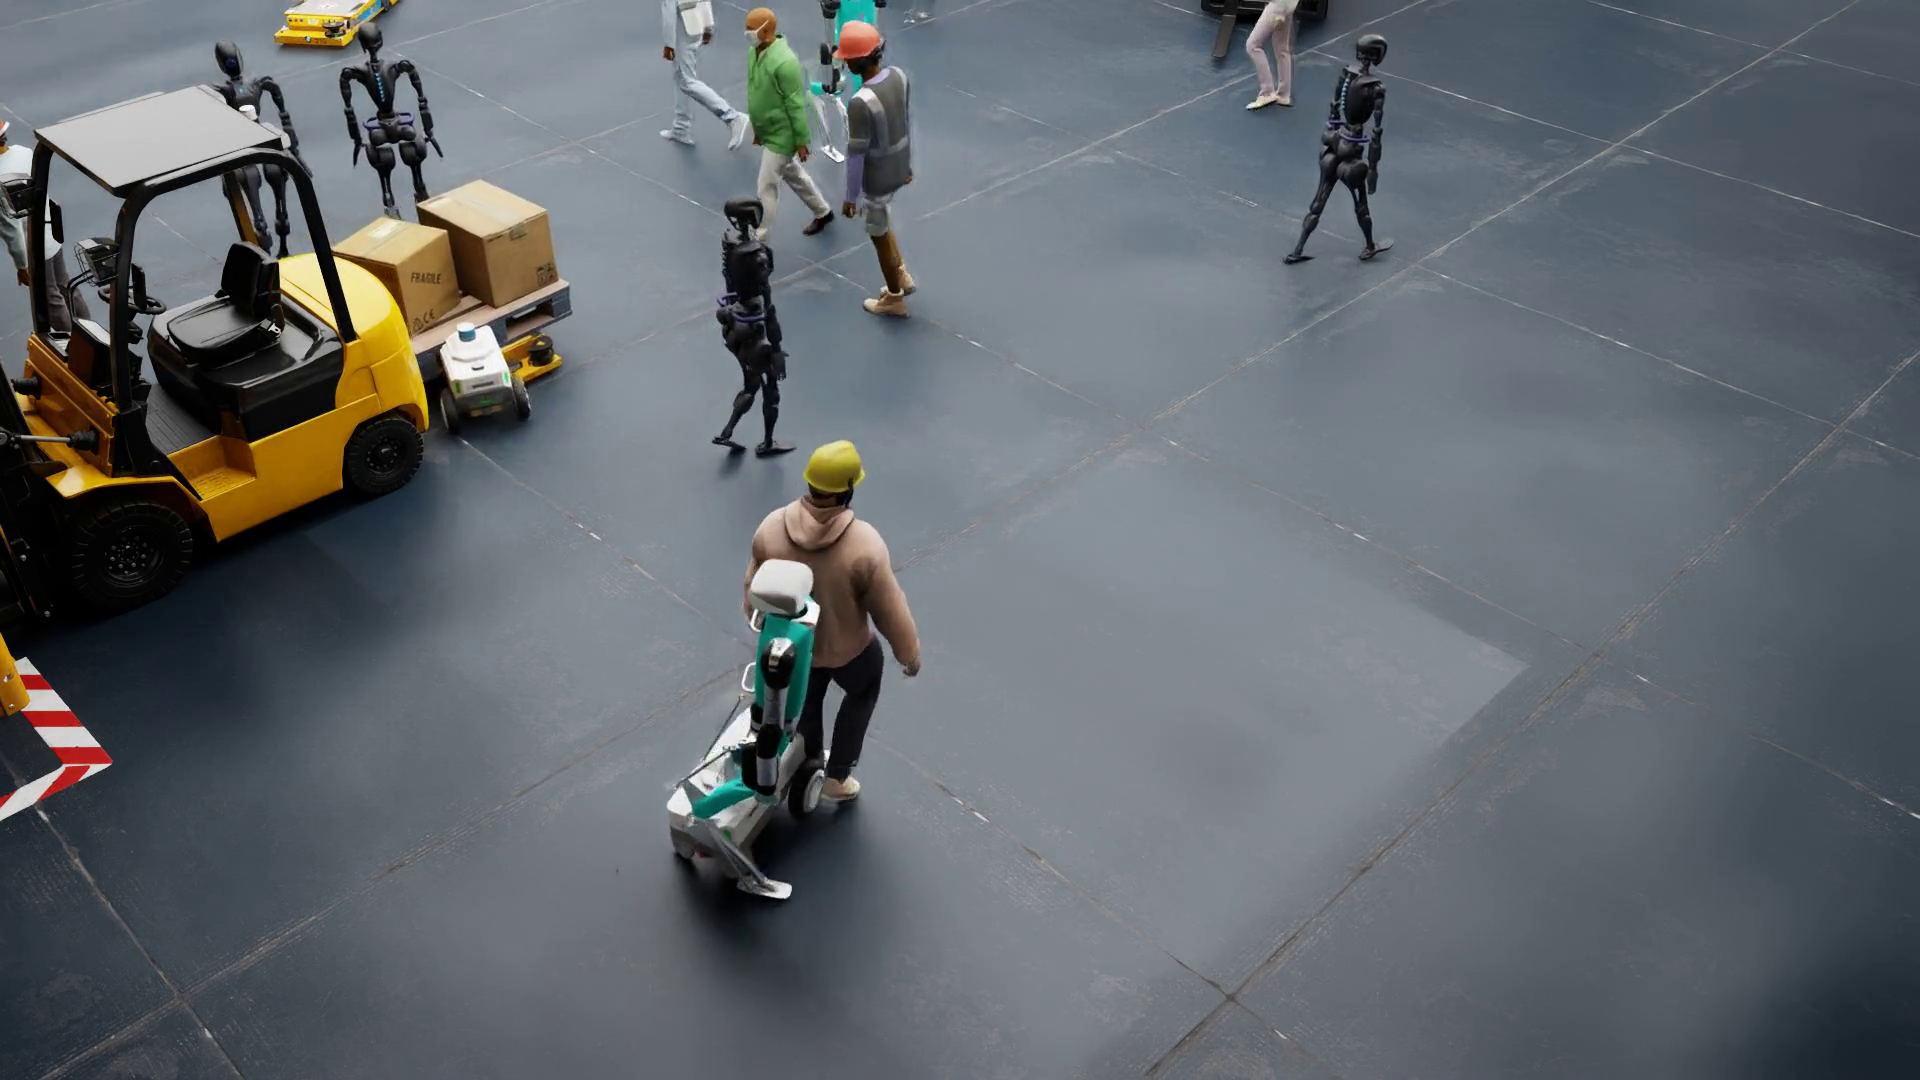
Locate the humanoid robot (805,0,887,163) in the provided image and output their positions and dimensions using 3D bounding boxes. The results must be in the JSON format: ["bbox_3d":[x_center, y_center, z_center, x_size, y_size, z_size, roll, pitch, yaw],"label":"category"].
[{"bbox_3d":[-0.905,-3.544,12.548,0.530,1.746,1.026,-21,42,-26],"label":"humanoid robot"}]

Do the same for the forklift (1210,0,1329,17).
[{"bbox_3d":[3.106,-6.400,15.960,1.214,2.155,2.313,8,37,10],"label":"forklift"}]

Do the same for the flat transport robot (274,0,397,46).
[{"bbox_3d":[-5.852,-5.005,15.697,0.659,0.231,1.431,4,37,6],"label":"flat transport robot"}]

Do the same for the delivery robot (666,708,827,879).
[{"bbox_3d":[-0.965,1.082,7.321,0.523,0.609,0.780,15,39,19],"label":"delivery robot"}]

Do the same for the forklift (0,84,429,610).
[{"bbox_3d":[-4.145,-1.093,8.856,2.313,2.155,1.214,-31,47,-34],"label":"forklift"}]

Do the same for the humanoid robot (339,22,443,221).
[{"bbox_3d":[-3.930,-2.769,11.548,0.608,1.642,0.670,-12,38,-15],"label":"humanoid robot"}]

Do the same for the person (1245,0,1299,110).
[{"bbox_3d":[2.582,-4.386,13.632,0.501,1.753,0.539,10,38,13],"label":"person"}]

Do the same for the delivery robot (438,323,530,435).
[{"bbox_3d":[-2.965,-1.043,10.148,0.499,0.587,0.772,-15,39,-19],"label":"delivery robot"}]

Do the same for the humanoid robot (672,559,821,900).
[{"bbox_3d":[-0.902,0.840,6.697,0.743,1.836,0.543,3,37,4],"label":"humanoid robot"}]

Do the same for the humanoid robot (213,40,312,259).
[{"bbox_3d":[-4.718,-2.554,11.250,0.589,1.647,0.551,-23,43,-28],"label":"humanoid robot"}]

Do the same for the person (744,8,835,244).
[{"bbox_3d":[-1.270,-2.859,11.599,0.937,1.726,0.550,-23,42,-27],"label":"person"}]

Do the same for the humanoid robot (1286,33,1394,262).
[{"bbox_3d":[2.684,-2.686,11.453,0.774,1.624,0.603,-14,39,-17],"label":"humanoid robot"}]

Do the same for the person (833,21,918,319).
[{"bbox_3d":[-0.541,-2.336,10.664,0.460,2.017,0.640,15,39,19],"label":"person"}]

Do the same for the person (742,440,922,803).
[{"bbox_3d":[-0.570,0.407,7.136,0.846,1.840,0.485,12,38,16],"label":"person"}]

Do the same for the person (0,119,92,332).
[{"bbox_3d":[-5.714,-1.819,10.199,0.351,1.745,0.565,-5,37,-6],"label":"person"}]

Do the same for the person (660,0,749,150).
[{"bbox_3d":[-2.055,-3.979,12.985,0.780,1.880,0.612,13,39,16],"label":"person"}]

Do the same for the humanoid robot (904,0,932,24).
[{"bbox_3d":[-0.428,-5.595,15.272,0.683,1.801,0.543,9,38,12],"label":"humanoid robot"}]

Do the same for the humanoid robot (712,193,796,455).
[{"bbox_3d":[-1.222,-1.185,9.403,0.479,1.648,0.602,-19,41,-24],"label":"humanoid robot"}]

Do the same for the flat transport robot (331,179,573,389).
[{"bbox_3d":[-3.282,-1.310,10.750,1.431,0.231,0.659,27,45,32],"label":"flat transport robot"}]
